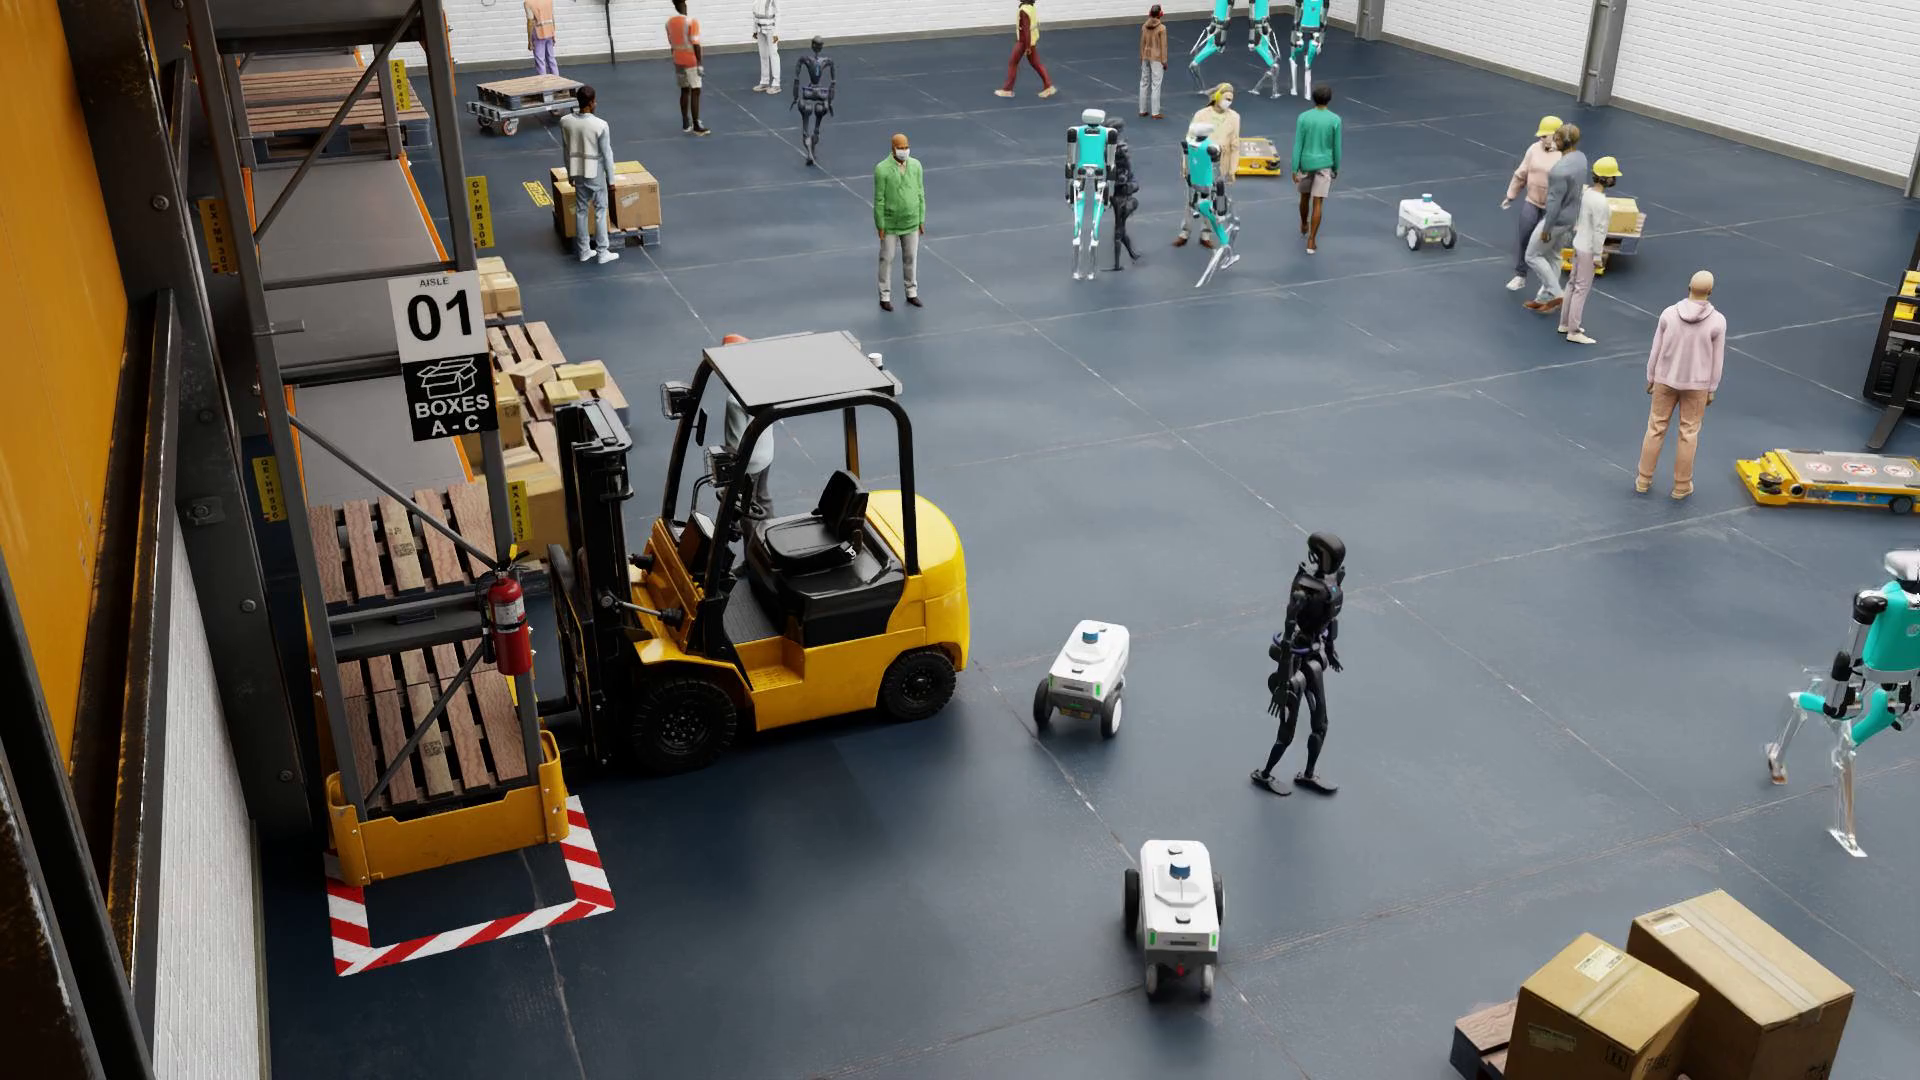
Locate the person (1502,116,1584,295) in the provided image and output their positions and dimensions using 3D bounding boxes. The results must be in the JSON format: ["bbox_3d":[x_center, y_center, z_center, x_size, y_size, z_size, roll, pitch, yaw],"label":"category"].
[{"bbox_3d":[6.020,-3.436,17.080,0.503,1.844,0.877,-21,33,-35],"label":"person"}]

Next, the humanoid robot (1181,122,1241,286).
[{"bbox_3d":[2.793,-3.535,17.439,1.015,1.765,0.537,-17,31,-30],"label":"humanoid robot"}]

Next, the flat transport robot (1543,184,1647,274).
[{"bbox_3d":[6.886,-3.252,18.456,0.659,0.231,1.431,12,29,22],"label":"flat transport robot"}]

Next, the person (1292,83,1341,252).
[{"bbox_3d":[4.001,-4.206,18.656,0.510,1.793,0.983,10,28,18],"label":"person"}]

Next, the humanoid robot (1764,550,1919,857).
[{"bbox_3d":[4.745,0.713,8.959,0.536,1.772,0.970,-2,27,-4],"label":"humanoid robot"}]

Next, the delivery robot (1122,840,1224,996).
[{"bbox_3d":[1.056,1.795,8.089,0.499,0.585,0.772,1,27,2],"label":"delivery robot"}]

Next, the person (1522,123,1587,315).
[{"bbox_3d":[5.885,-3.146,16.414,0.429,1.929,0.651,22,34,37],"label":"person"}]

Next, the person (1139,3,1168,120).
[{"bbox_3d":[2.826,-7.021,24.419,0.463,1.648,0.327,22,34,36],"label":"person"}]

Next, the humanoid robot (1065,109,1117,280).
[{"bbox_3d":[1.344,-3.542,17.433,0.530,1.828,0.645,4,27,8],"label":"humanoid robot"}]

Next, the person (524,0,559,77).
[{"bbox_3d":[-6.428,-7.727,25.613,0.379,1.836,0.564,15,30,27],"label":"person"}]

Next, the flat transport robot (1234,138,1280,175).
[{"bbox_3d":[3.871,-5.124,22.179,0.659,0.231,1.431,2,27,3],"label":"flat transport robot"}]

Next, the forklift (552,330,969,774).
[{"bbox_3d":[-1.094,0.010,9.831,2.313,2.155,1.214,-10,28,-20],"label":"forklift"}]

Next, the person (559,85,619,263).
[{"bbox_3d":[-4.009,-3.944,18.012,0.598,1.909,0.400,9,28,17],"label":"person"}]

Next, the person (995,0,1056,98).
[{"bbox_3d":[1.045,-7.699,25.685,0.950,1.727,0.467,9,28,17],"label":"person"}]

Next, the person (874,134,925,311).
[{"bbox_3d":[-0.606,-3.179,16.641,0.539,1.776,0.388,-12,29,-22],"label":"person"}]

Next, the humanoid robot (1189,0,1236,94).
[{"bbox_3d":[3.823,-7.741,25.764,0.802,1.778,0.532,-8,28,-16],"label":"humanoid robot"}]

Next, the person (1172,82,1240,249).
[{"bbox_3d":[2.766,-4.152,18.499,0.638,1.854,0.393,2,27,3],"label":"person"}]

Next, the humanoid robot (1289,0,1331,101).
[{"bbox_3d":[5.341,-7.744,25.783,0.540,1.786,0.872,0,27,-1],"label":"humanoid robot"}]

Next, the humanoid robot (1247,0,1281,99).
[{"bbox_3d":[4.838,-7.727,25.756,0.879,1.785,0.557,23,34,37],"label":"humanoid robot"}]

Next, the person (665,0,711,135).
[{"bbox_3d":[-3.821,-6.751,23.582,0.785,1.935,0.368,21,33,35],"label":"person"}]

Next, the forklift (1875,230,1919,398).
[{"bbox_3d":[9.029,-2.397,14.618,1.214,2.155,2.313,18,32,32],"label":"forklift"}]

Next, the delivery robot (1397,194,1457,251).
[{"bbox_3d":[5.268,-3.603,18.848,0.499,0.606,0.809,-5,27,-10],"label":"delivery robot"}]

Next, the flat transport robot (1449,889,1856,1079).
[{"bbox_3d":[2.856,2.452,7.110,0.659,0.231,1.431,-11,29,-21],"label":"flat transport robot"}]

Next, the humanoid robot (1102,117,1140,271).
[{"bbox_3d":[1.775,-3.709,17.851,0.541,1.650,0.610,-10,28,-19],"label":"humanoid robot"}]

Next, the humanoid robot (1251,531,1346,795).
[{"bbox_3d":[1.895,0.670,9.094,0.433,1.641,0.610,21,33,35],"label":"humanoid robot"}]

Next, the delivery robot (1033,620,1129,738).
[{"bbox_3d":[0.767,0.799,10.068,0.520,0.584,0.744,9,28,18],"label":"delivery robot"}]

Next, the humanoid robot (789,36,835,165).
[{"bbox_3d":[-1.942,-5.799,22.007,0.637,1.642,0.601,-4,27,-8],"label":"humanoid robot"}]

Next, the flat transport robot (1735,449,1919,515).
[{"bbox_3d":[6.860,-0.454,12.891,1.431,0.231,0.659,4,27,7],"label":"flat transport robot"}]

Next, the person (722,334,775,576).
[{"bbox_3d":[-1.480,-0.588,11.519,0.350,1.739,0.568,8,28,15],"label":"person"}]

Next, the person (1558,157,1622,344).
[{"bbox_3d":[5.992,-2.759,15.807,0.321,1.769,0.523,2,27,4],"label":"person"}]

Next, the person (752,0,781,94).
[{"bbox_3d":[-3.039,-7.973,26.049,0.573,1.884,0.356,23,34,37],"label":"person"}]

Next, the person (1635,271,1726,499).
[{"bbox_3d":[5.473,-1.169,12.626,0.522,1.784,0.403,15,30,27],"label":"person"}]
